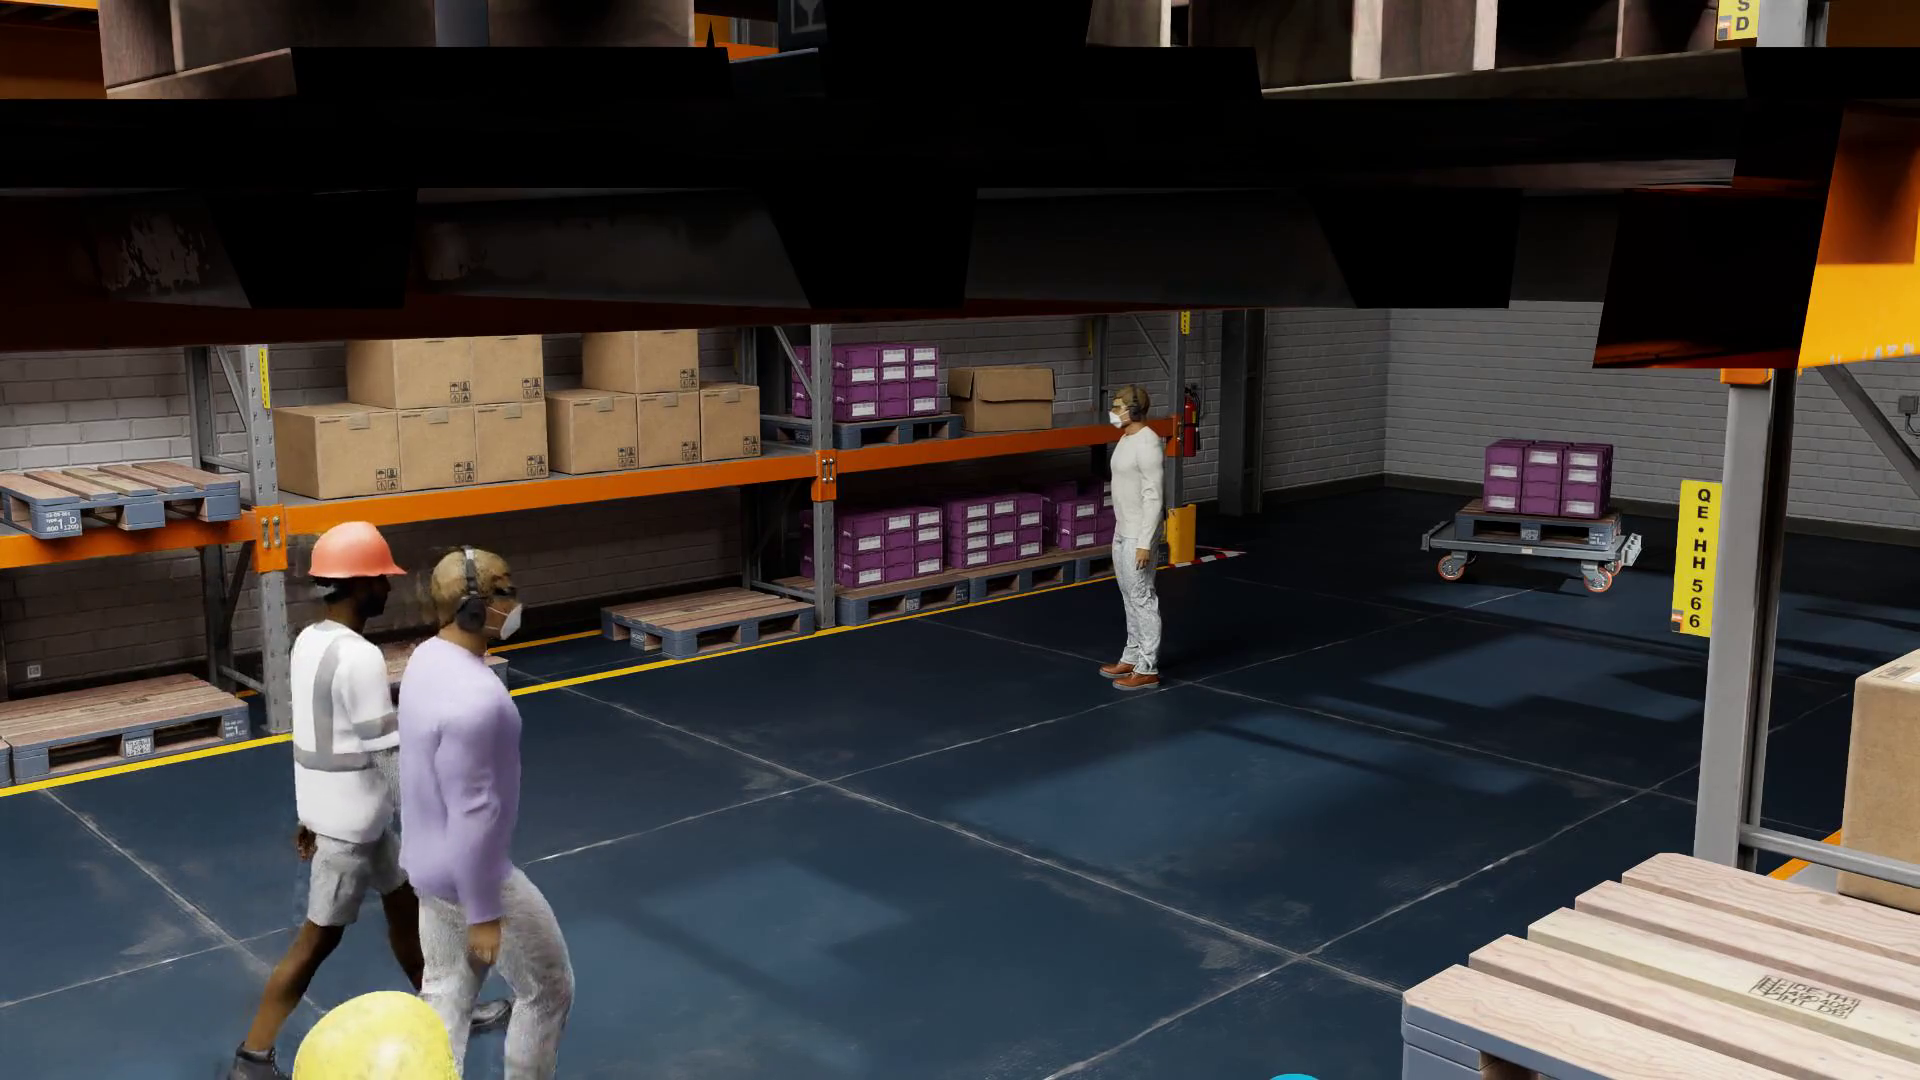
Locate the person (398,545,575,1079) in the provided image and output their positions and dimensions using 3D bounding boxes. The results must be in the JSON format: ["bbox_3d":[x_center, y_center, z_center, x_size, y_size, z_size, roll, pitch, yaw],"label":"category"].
[{"bbox_3d":[-1.316,0.959,4.862,0.668,1.921,0.655,-5,11,-29],"label":"person"}]

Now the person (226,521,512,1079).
[{"bbox_3d":[-2.010,0.884,5.449,1.006,1.891,0.559,-7,12,-34],"label":"person"}]

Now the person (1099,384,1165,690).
[{"bbox_3d":[1.111,-0.020,10.553,0.352,1.937,0.635,-1,10,-8],"label":"person"}]

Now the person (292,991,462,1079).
[{"bbox_3d":[-0.923,1.490,2.393,0.698,1.699,0.501,-2,10,-12],"label":"person"}]
